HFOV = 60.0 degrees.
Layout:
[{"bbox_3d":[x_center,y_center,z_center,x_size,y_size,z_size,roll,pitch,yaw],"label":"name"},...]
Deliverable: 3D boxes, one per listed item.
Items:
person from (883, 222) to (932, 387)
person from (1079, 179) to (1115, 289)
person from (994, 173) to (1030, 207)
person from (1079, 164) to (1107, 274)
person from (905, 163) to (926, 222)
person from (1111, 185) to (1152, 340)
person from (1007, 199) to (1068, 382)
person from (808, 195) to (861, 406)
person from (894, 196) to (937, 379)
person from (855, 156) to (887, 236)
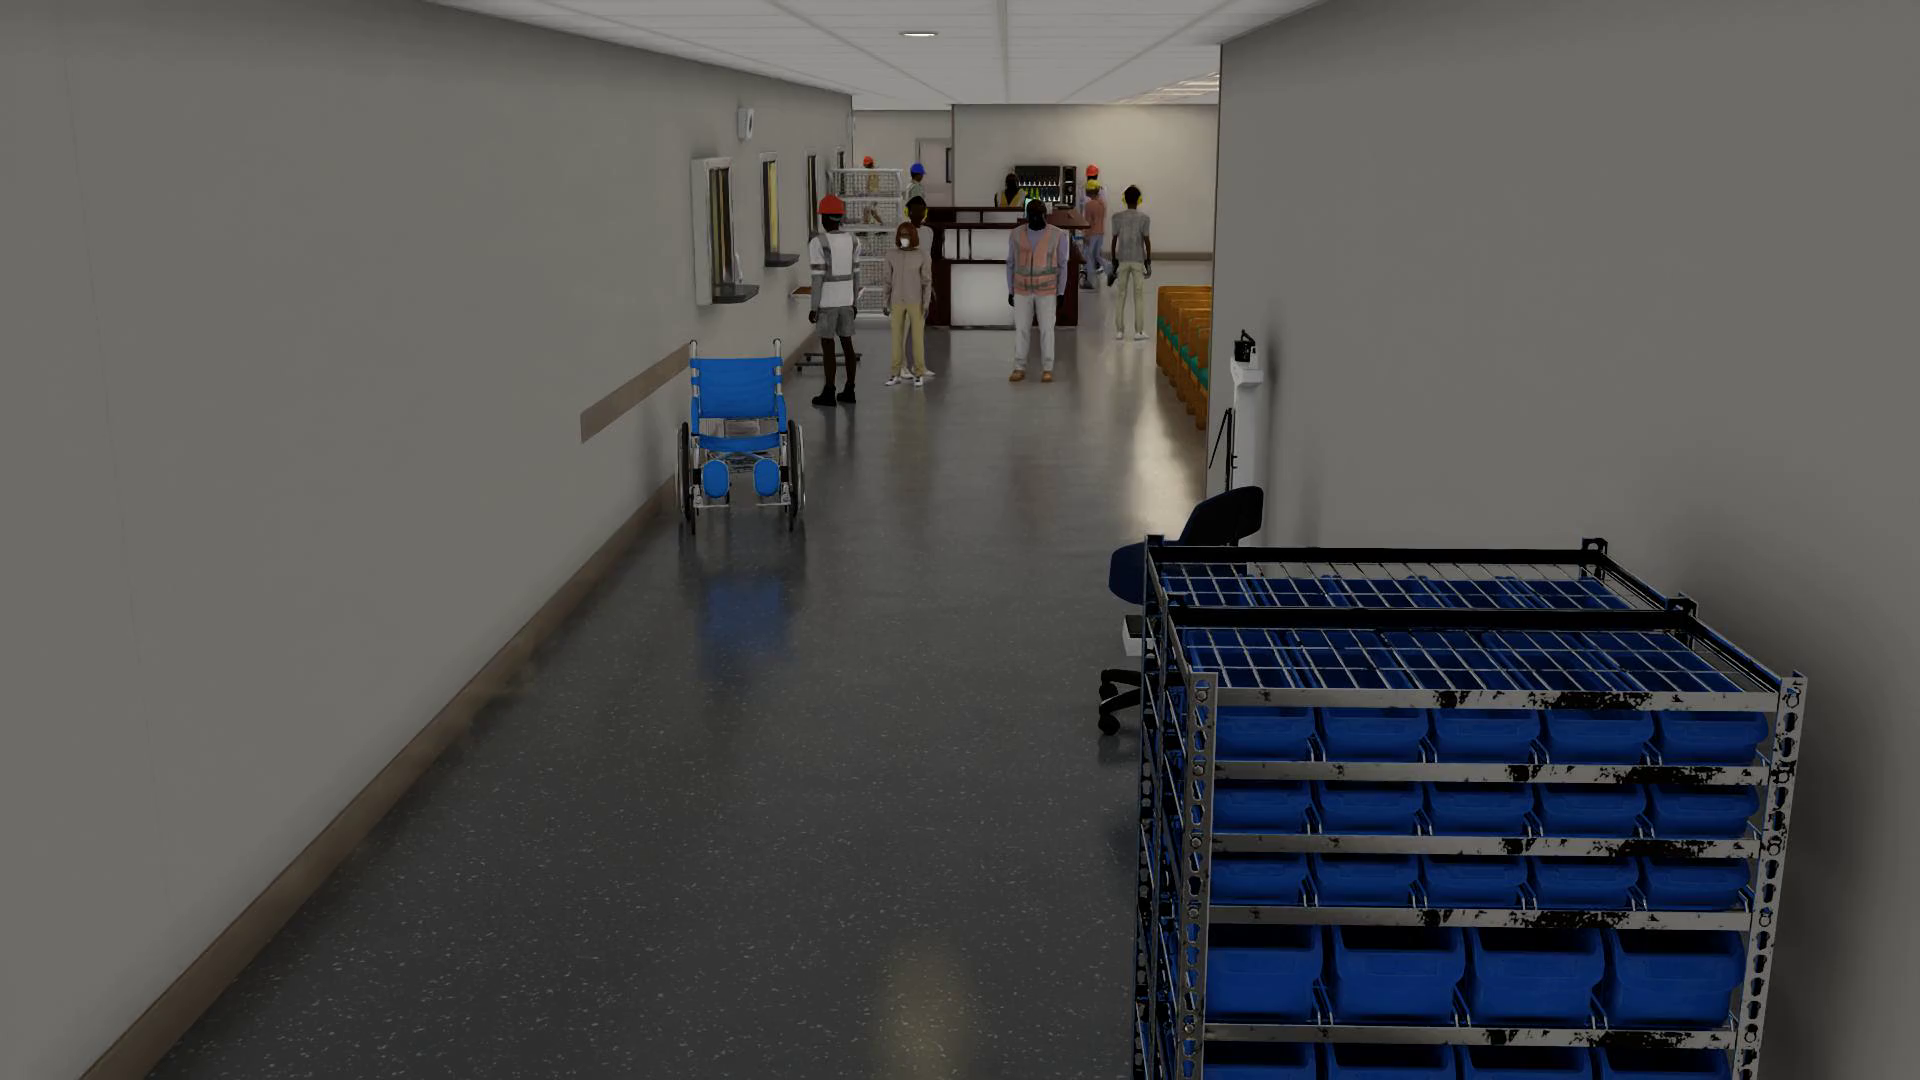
[{"bbox_3d":[-0.529,-2.346,16.590,0.499,1.633,0.286,3,14,13],"label":"person"},{"bbox_3d":[2.190,-4.892,26.673,0.507,1.751,0.535,12,18,41],"label":"person"},{"bbox_3d":[0.841,-5.072,27.255,0.619,1.835,0.430,4,15,17],"label":"person"},{"bbox_3d":[2.347,-5.705,29.615,0.545,1.929,0.390,9,16,31],"label":"person"},{"bbox_3d":[-0.782,-5.695,29.534,0.386,1.948,0.604,-3,14,-13],"label":"person"},{"bbox_3d":[2.087,-3.372,20.259,0.514,1.876,0.328,5,15,19],"label":"person"},{"bbox_3d":[0.771,-2.521,16.870,0.624,1.844,0.430,4,14,15],"label":"person"},{"bbox_3d":[-1.177,-2.212,15.419,0.548,1.938,0.358,-12,18,-40],"label":"person"},{"bbox_3d":[-0.456,-2.600,17.145,0.513,1.865,0.329,-12,18,-39],"label":"person"},{"bbox_3d":[-2.158,-8.330,40.308,0.764,1.908,0.557,0,14,1],"label":"person"}]
